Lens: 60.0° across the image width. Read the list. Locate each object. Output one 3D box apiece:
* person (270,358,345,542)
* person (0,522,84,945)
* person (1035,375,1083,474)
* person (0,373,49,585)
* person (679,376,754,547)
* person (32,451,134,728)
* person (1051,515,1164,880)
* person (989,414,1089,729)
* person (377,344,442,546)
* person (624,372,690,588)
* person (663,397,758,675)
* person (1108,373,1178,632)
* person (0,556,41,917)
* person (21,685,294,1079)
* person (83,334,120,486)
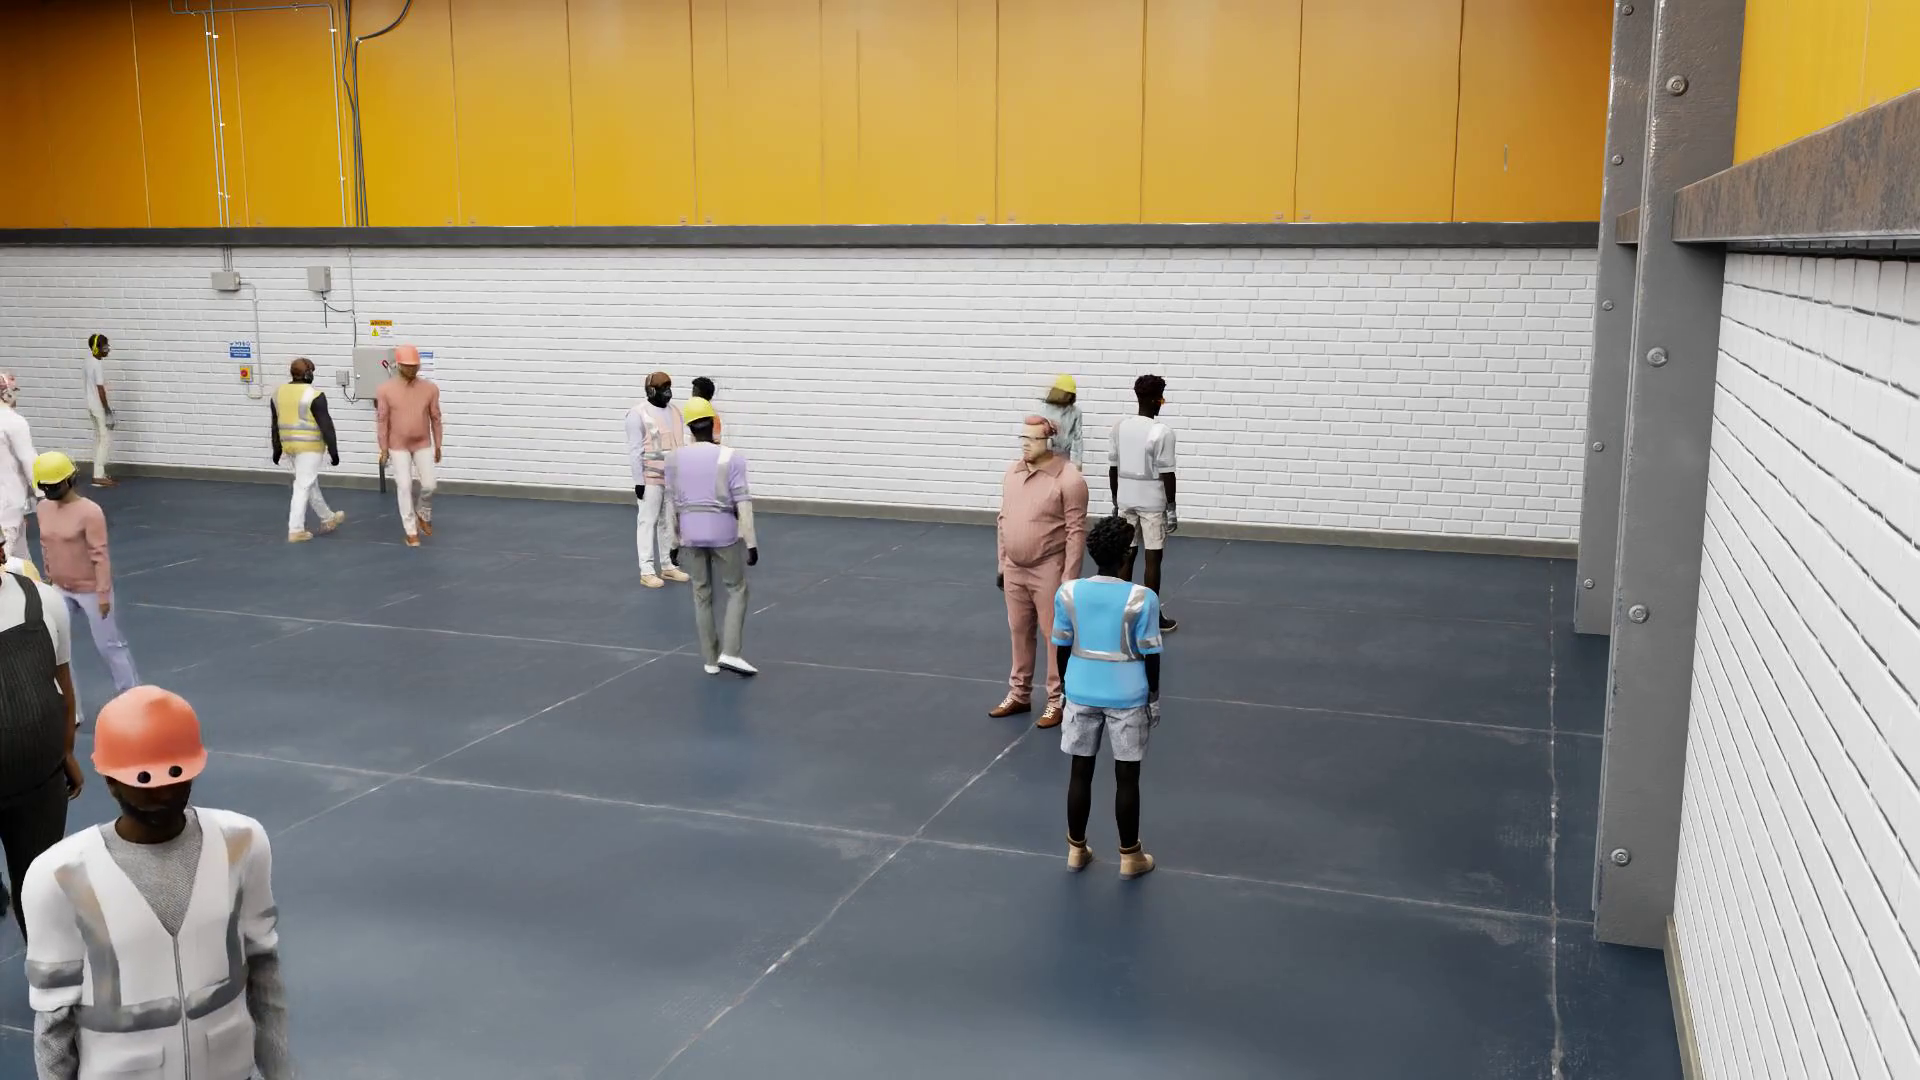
[{"bbox_3d":[-6.462,-0.917,16.644,0.657,1.801,0.936,4,11,24],"label":"person"},{"bbox_3d":[-3.580,0.826,6.170,0.538,2.000,0.682,9,13,41],"label":"person"},{"bbox_3d":[0.919,-0.760,16.091,0.519,1.688,0.927,-4,11,-24],"label":"person"},{"bbox_3d":[-7.777,-0.431,13.713,0.671,1.871,0.847,5,11,25],"label":"person"},{"bbox_3d":[-2.413,-0.777,16.242,0.791,1.667,0.529,-4,11,-19],"label":"person"},{"bbox_3d":[-5.320,0.318,9.952,0.579,1.708,0.754,3,11,18],"label":"person"},{"bbox_3d":[0.686,0.727,7.693,0.539,1.696,0.317,5,11,25],"label":"person"},{"bbox_3d":[0.461,0.185,10.152,0.639,1.912,0.407,9,13,41],"label":"person"},{"bbox_3d":[-5.357,-0.924,16.219,0.624,1.976,0.460,-6,11,-28],"label":"person"},{"bbox_3d":[-2.578,-0.528,14.351,0.429,1.846,0.621,7,12,33],"label":"person"},{"bbox_3d":[-1.705,-0.010,11.295,0.652,1.898,0.514,2,10,11],"label":"person"},{"bbox_3d":[1.400,-0.280,12.605,0.614,1.964,0.361,10,14,44],"label":"person"},{"bbox_3d":[-4.287,0.688,7.271,0.567,1.916,0.460,-6,12,-32],"label":"person"},{"bbox_3d":[-1.854,1.278,3.920,0.553,1.934,0.376,-9,14,-42],"label":"person"},{"bbox_3d":[-10.500,-1.573,20.269,0.420,1.844,0.548,-9,14,-43],"label":"person"}]
